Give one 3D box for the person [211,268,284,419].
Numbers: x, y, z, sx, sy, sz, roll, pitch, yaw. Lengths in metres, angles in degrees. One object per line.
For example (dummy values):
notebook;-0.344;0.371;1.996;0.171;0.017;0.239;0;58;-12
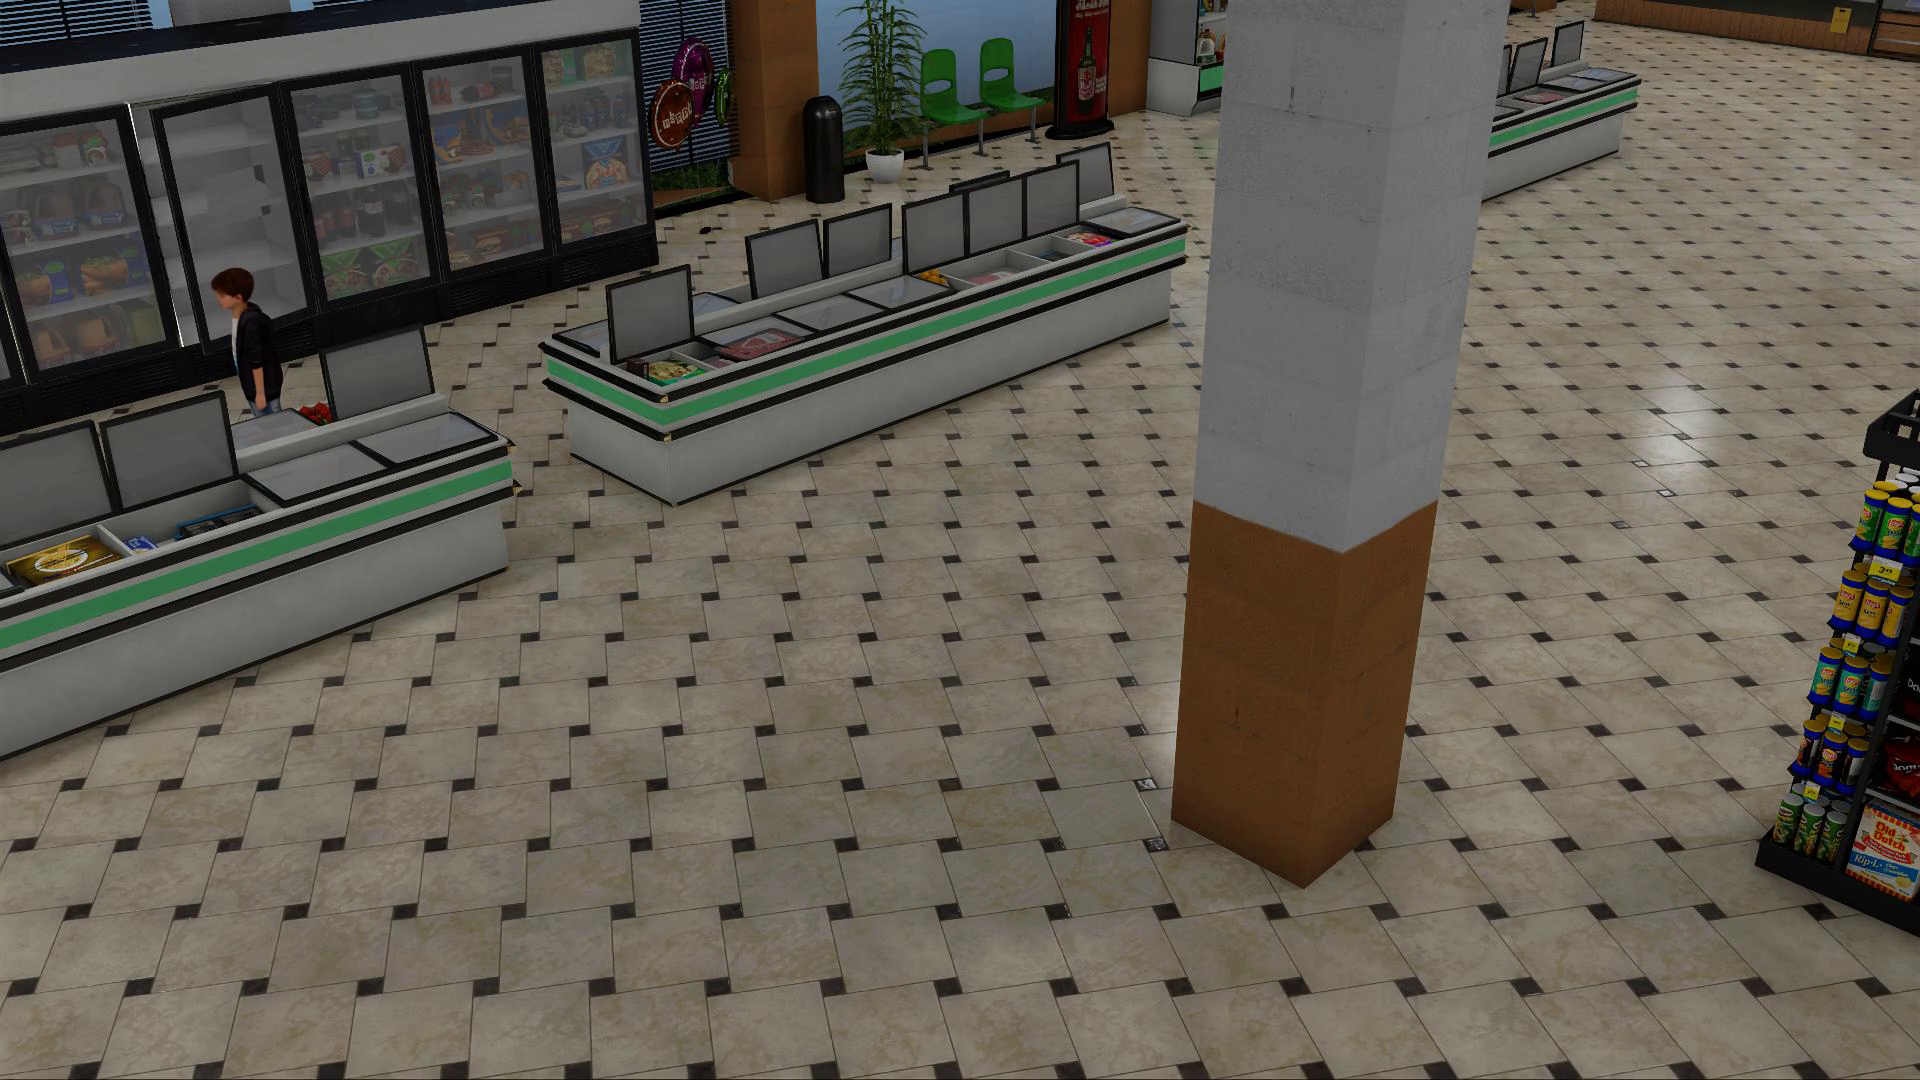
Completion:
person;-4.200;-0.937;9.979;0.574;1.445;0.579;-15;31;-27
